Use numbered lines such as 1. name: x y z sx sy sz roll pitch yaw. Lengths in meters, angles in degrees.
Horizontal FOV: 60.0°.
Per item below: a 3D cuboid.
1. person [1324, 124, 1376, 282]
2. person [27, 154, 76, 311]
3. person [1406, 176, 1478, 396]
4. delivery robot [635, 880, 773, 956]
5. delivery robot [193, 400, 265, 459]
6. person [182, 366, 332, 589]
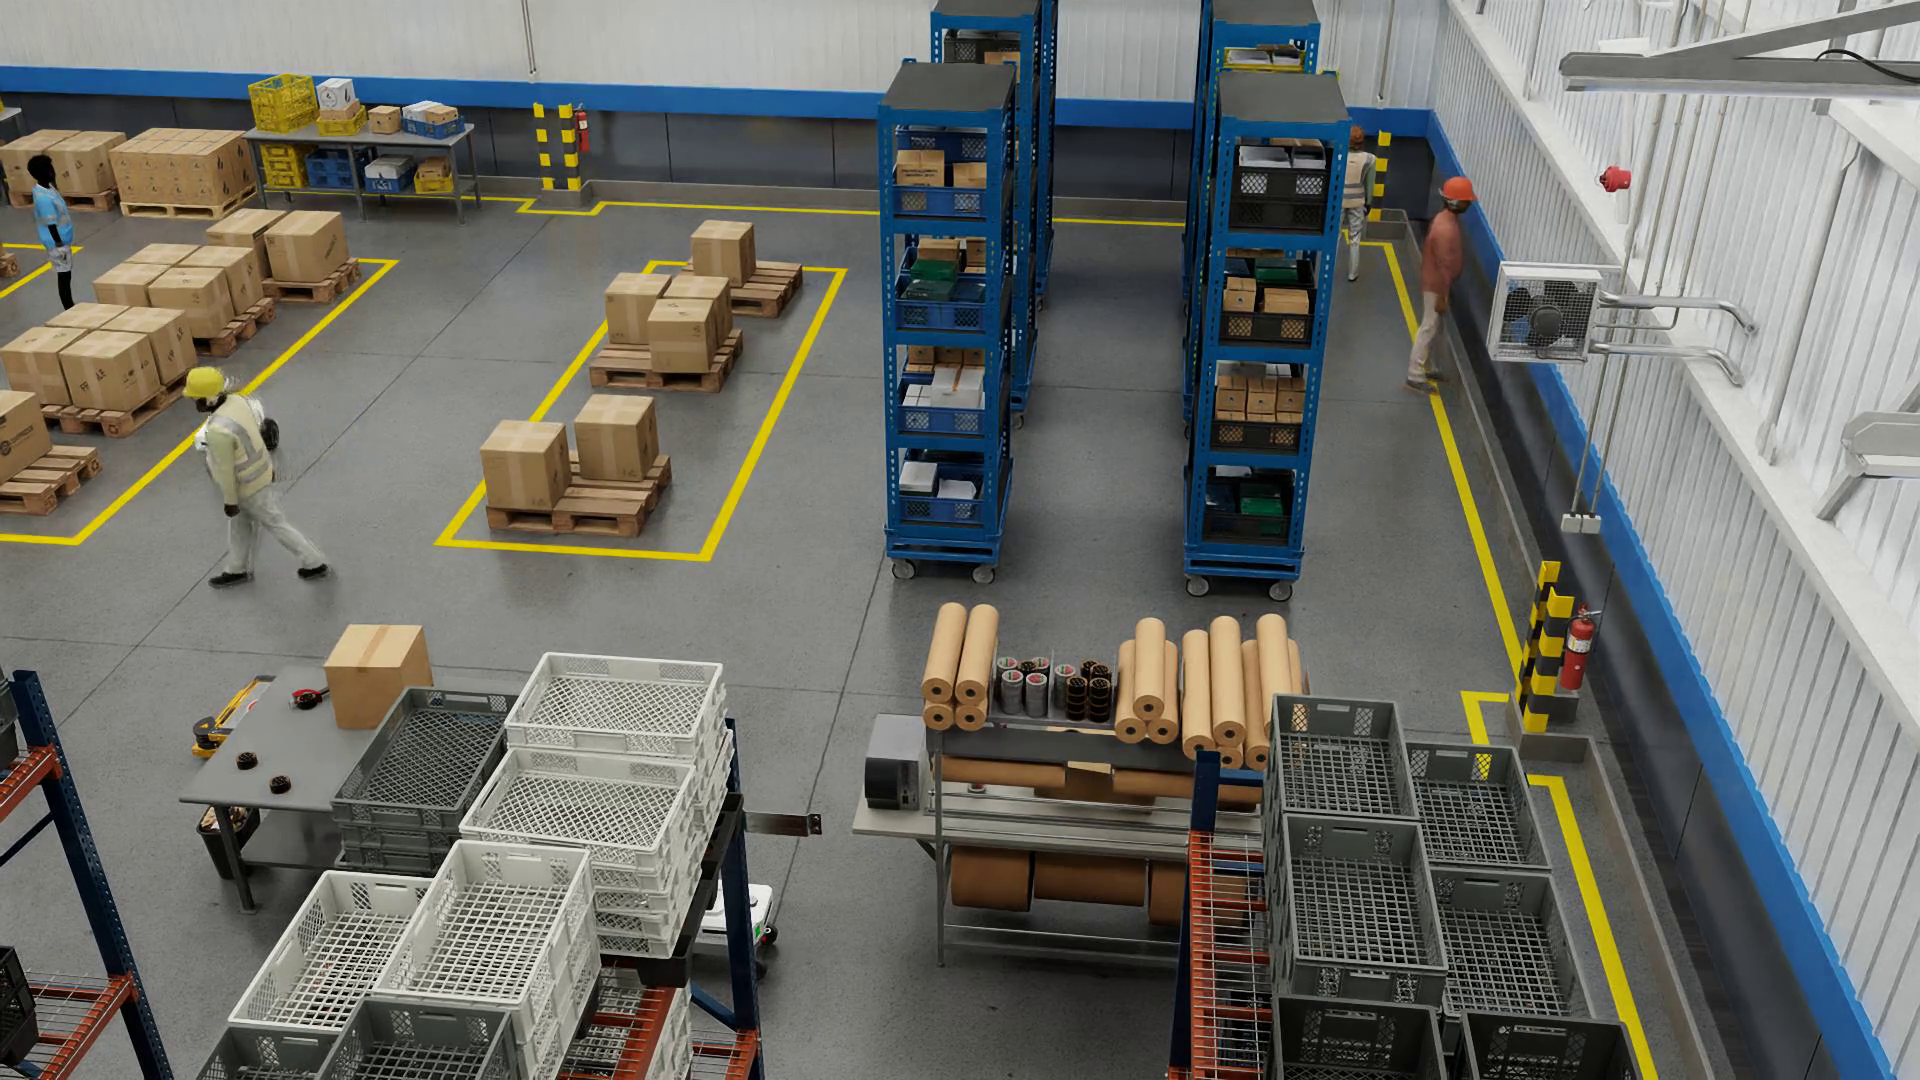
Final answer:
1. person: 4.023 -3.491 17.290 0.522 1.638 0.311 3 30 6
2. person: -8.817 -2.932 16.272 0.317 1.696 0.540 -14 33 -22
3. person: 4.303 -2.283 14.872 0.390 1.994 0.617 10 32 16
4. delivery robot: -1.361 1.987 8.863 0.707 0.478 0.477 3 30 6
5. delivery robot: -6.096 -0.933 13.879 0.477 0.478 0.707 0 30 1
6. person: -5.090 -0.456 11.944 0.865 1.791 0.594 -7 31 -13
